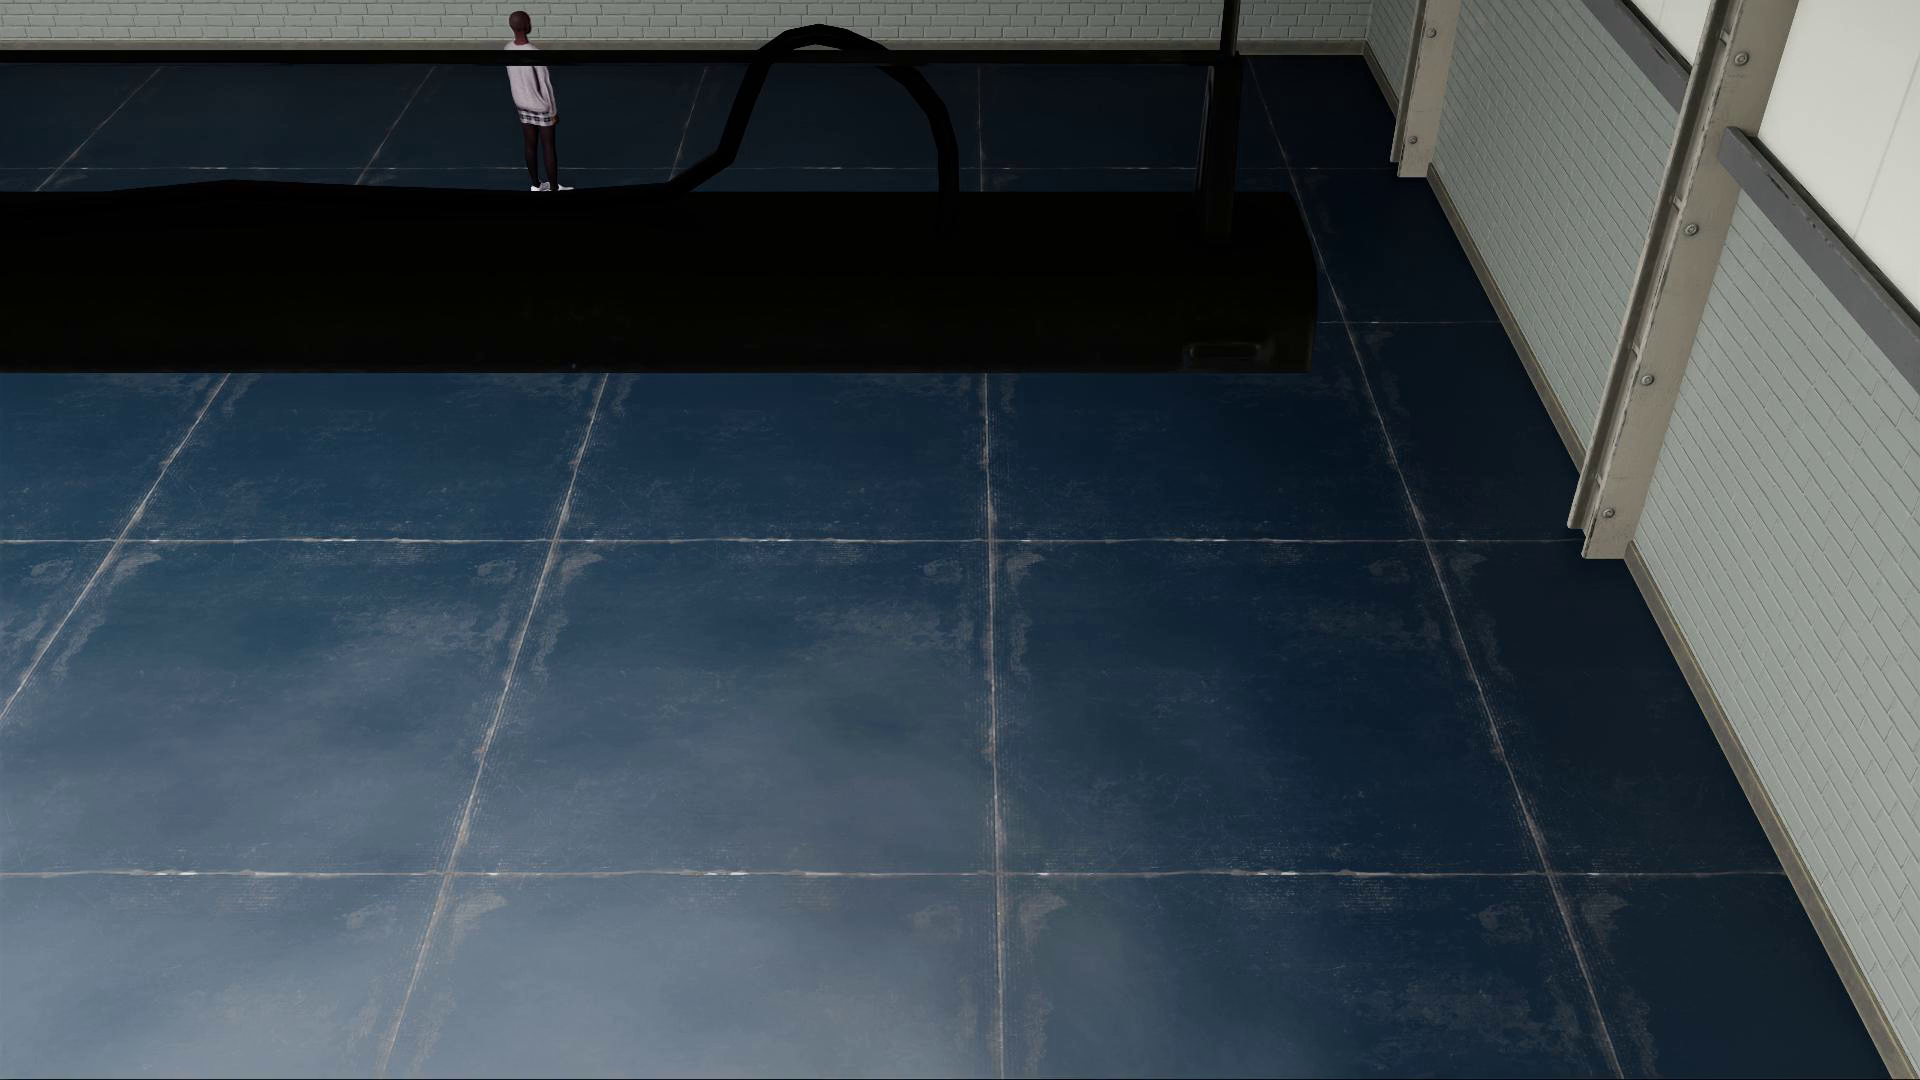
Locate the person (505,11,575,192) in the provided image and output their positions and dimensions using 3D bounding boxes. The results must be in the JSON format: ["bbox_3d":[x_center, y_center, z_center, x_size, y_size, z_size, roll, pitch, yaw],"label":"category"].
[{"bbox_3d":[-3.893,-3.957,15.186,0.694,1.772,0.693,17,41,21],"label":"person"}]
